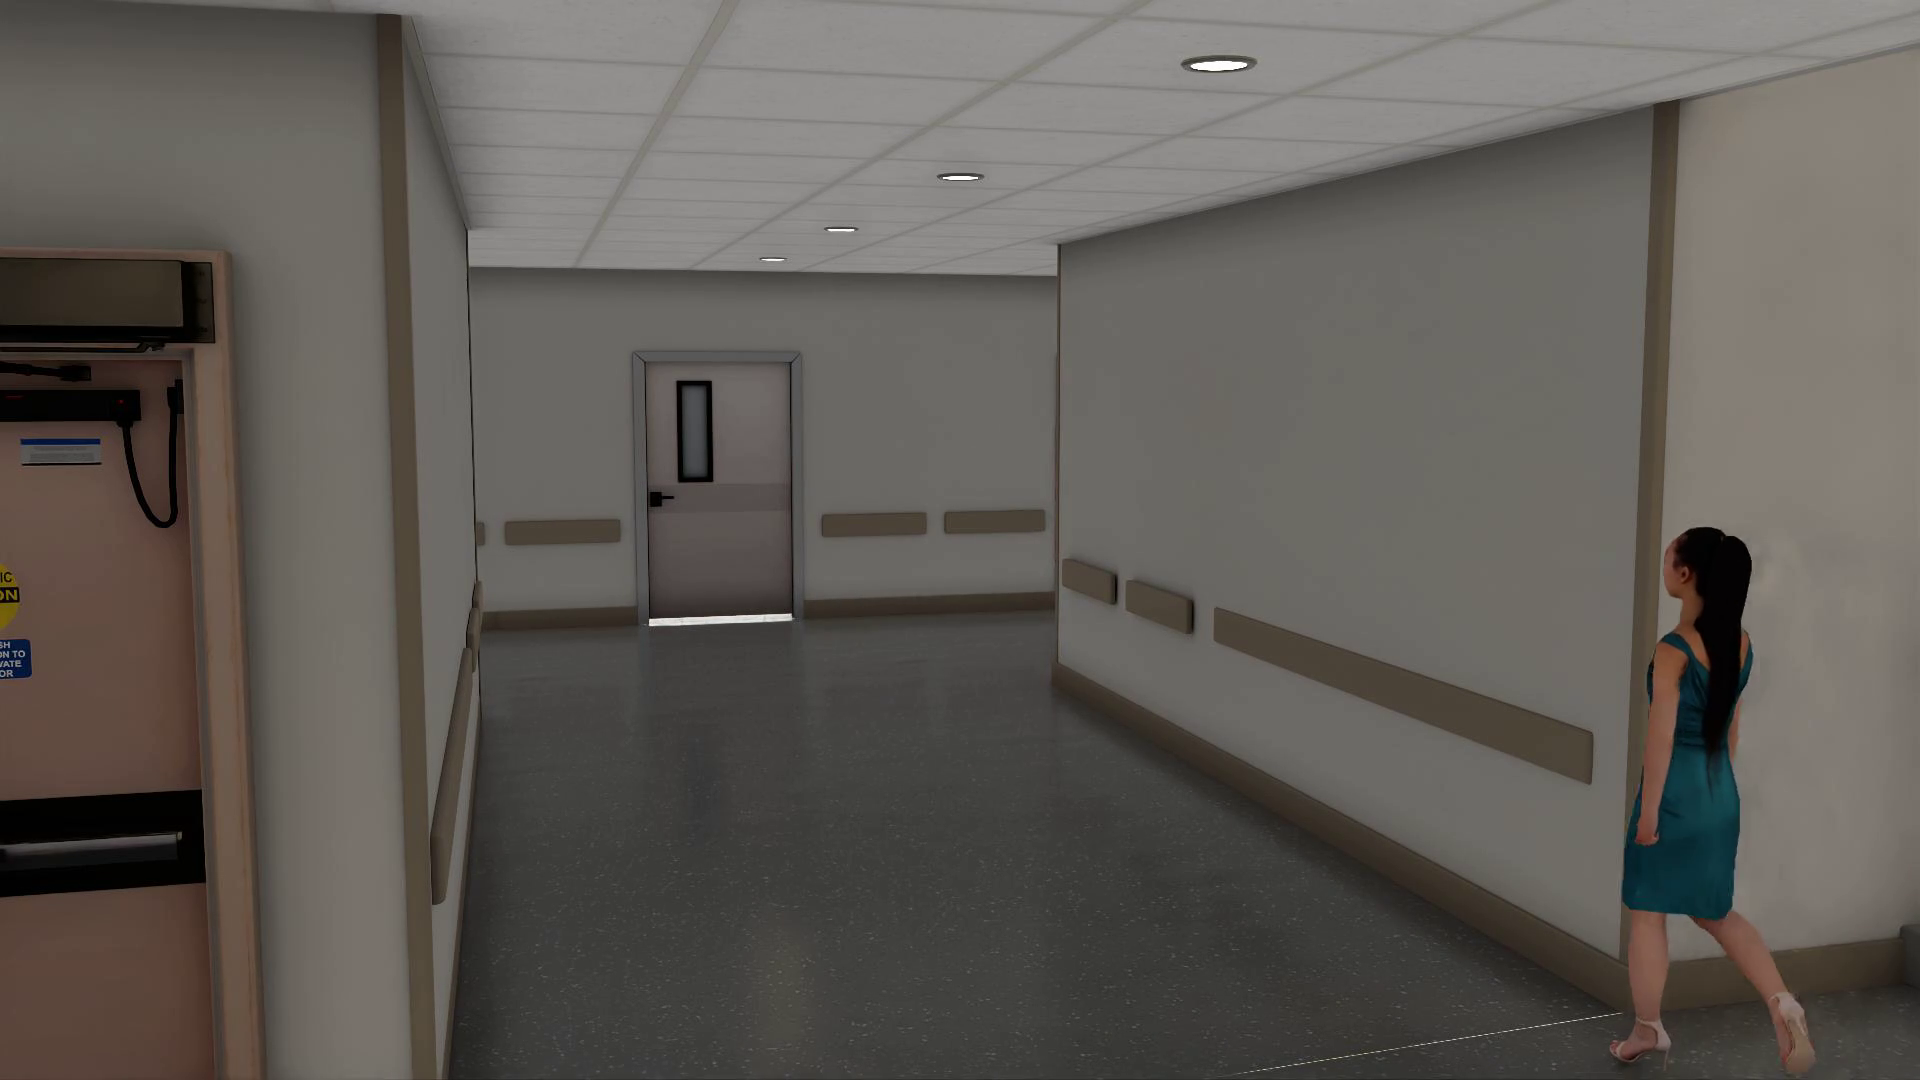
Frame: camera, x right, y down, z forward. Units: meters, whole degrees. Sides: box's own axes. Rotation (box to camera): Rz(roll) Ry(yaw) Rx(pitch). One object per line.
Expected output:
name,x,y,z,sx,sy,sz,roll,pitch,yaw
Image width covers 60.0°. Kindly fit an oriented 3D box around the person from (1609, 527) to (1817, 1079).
person,2.197,0.810,4.871,0.868,1.669,0.739,-3,7,-28
